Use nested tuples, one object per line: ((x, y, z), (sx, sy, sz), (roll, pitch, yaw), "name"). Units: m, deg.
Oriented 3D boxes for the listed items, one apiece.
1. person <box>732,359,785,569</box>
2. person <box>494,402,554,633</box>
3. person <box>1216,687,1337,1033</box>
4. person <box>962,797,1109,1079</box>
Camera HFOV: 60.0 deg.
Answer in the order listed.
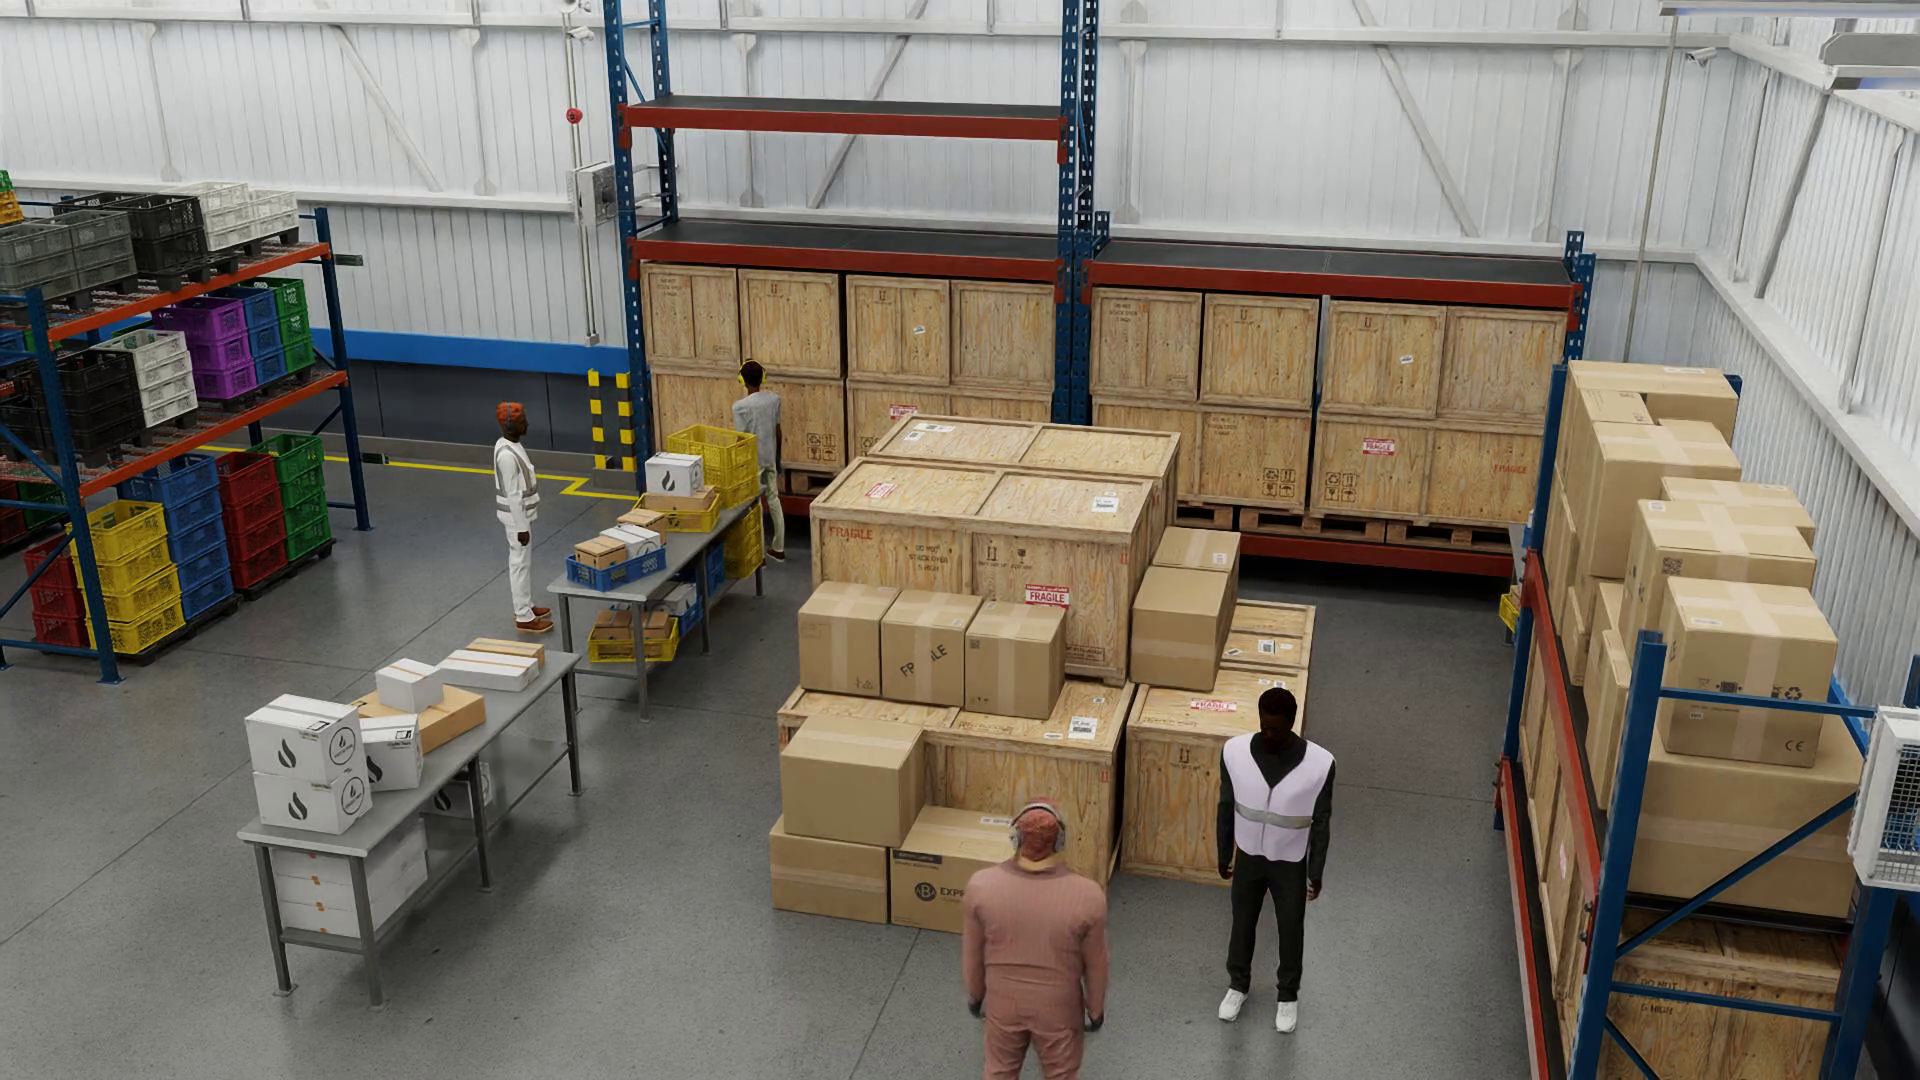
((-1.770, -0.664, 14.532), (0.520, 1.864, 0.333), (-17, 27, -38), "person")
((-3.501, -0.185, 13.251), (0.355, 1.882, 0.574), (-6, 22, -14), "person")
((1.592, 1.610, 8.523), (0.583, 1.911, 0.394), (8, 22, 20), "person")
((0.341, 2.026, 7.452), (0.658, 1.899, 0.395), (5, 21, 12), "person")
